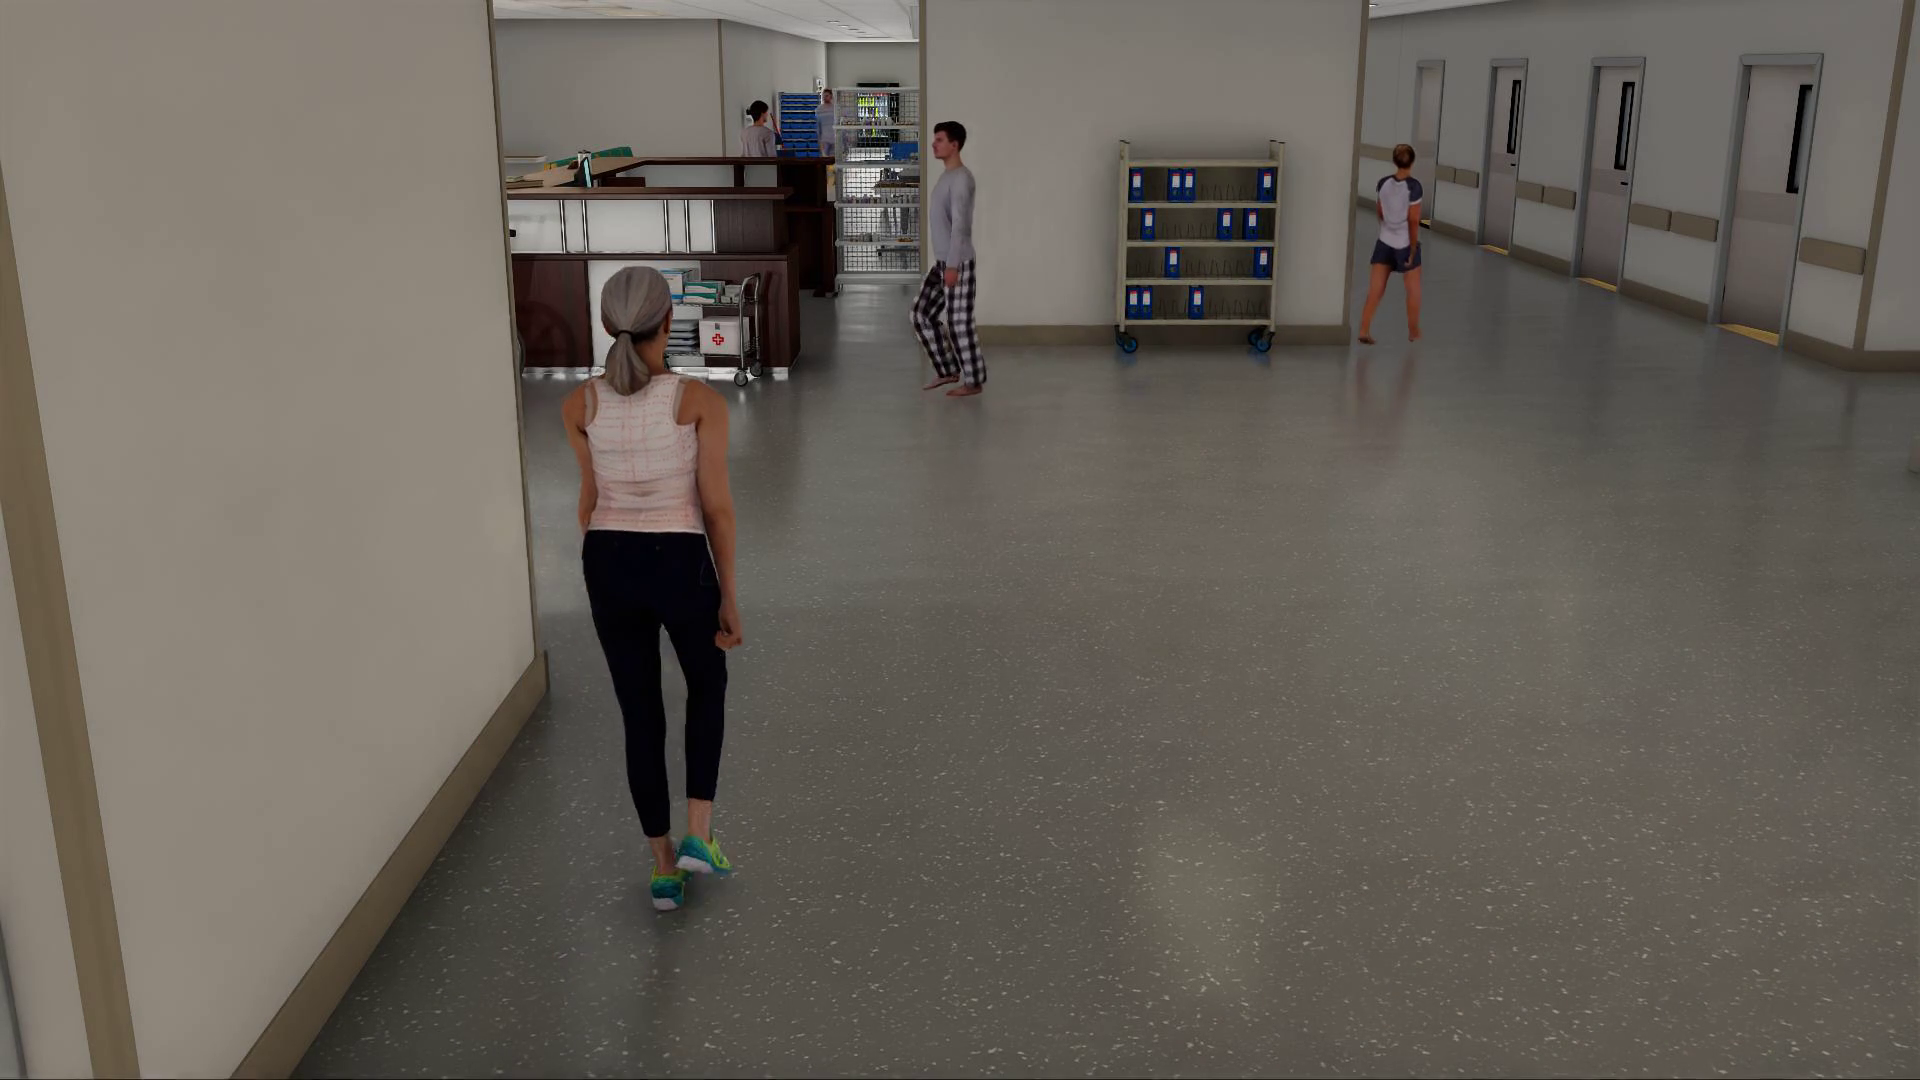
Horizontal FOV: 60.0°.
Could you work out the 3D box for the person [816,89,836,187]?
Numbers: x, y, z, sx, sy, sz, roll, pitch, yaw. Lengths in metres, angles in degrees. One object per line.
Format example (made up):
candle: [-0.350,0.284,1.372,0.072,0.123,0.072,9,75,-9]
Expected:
person: [-2.466,-7.720,32.014,1.143,1.809,0.919,4,16,13]

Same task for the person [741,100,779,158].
person: [-2.314,-4.154,19.304,0.692,1.843,0.797,11,19,35]

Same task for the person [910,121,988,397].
person: [0.041,-1.888,11.278,0.807,1.836,0.747,-4,16,-14]

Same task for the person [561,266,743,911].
person: [-0.811,0.169,4.249,0.554,1.691,0.645,1,16,2]

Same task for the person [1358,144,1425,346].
person: [3.412,-2.291,13.196,1.050,1.571,1.060,14,21,40]
